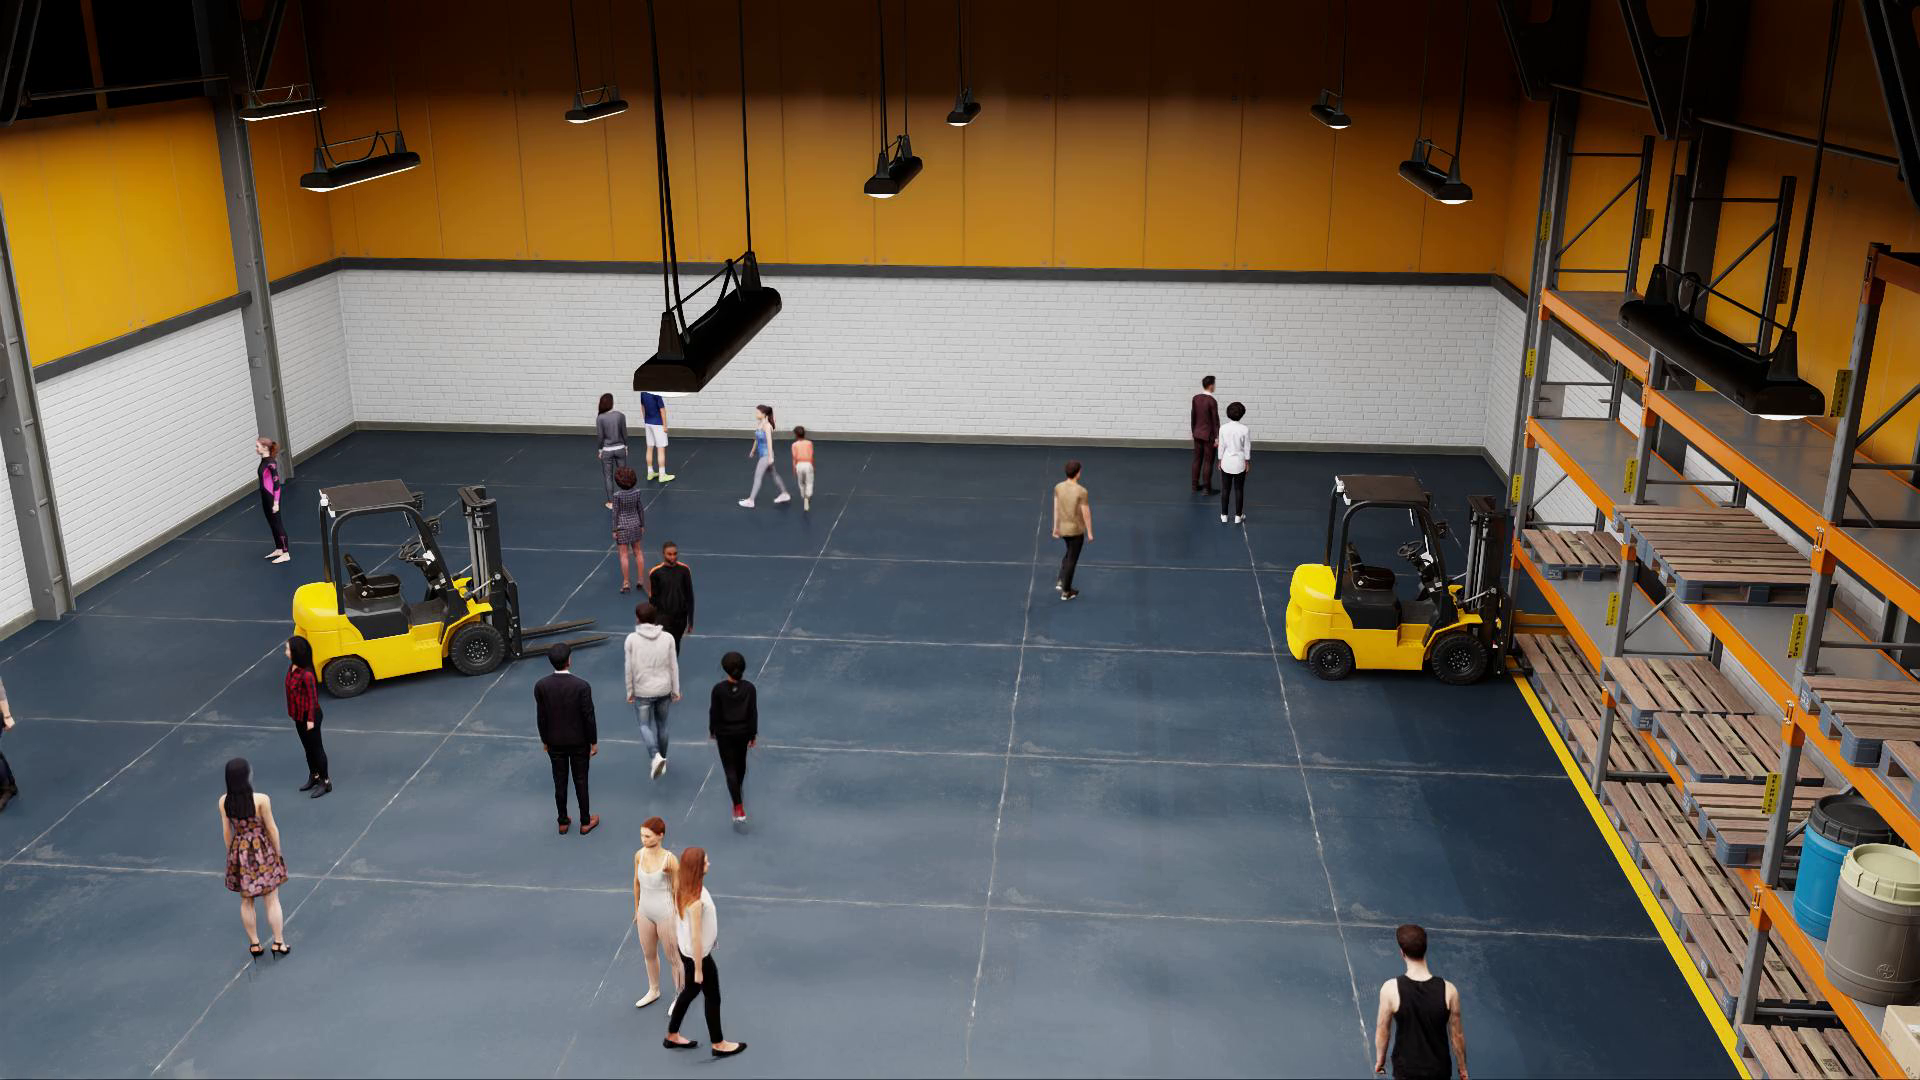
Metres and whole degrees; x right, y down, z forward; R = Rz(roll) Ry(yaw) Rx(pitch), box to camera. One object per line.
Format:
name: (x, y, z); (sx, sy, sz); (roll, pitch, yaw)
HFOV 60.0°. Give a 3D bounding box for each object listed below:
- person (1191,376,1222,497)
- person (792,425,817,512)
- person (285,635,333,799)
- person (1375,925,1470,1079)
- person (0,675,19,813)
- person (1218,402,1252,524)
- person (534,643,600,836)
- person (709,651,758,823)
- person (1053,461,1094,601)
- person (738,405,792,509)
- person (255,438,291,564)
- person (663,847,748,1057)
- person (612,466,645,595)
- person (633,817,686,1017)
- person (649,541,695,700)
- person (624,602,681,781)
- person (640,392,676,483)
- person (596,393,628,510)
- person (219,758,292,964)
person: (3.805, -1.630, 25.783); (0.822, 1.863, 0.764); (-15, 24, -38)
person: (-2.334, -1.069, 25.011); (0.584, 1.292, 0.811); (-1, 19, -4)
person: (-6.355, 1.699, 16.218); (0.703, 1.658, 0.659); (-17, 25, -42)
person: (2.971, 3.439, 10.739); (0.782, 1.858, 0.725); (5, 19, 14)
person: (-9.295, 1.655, 15.995); (0.795, 1.885, 0.783); (5, 19, 16)
person: (4.024, -1.147, 24.434); (0.677, 1.809, 0.640); (6, 19, 17)
person: (-3.647, 1.842, 15.440); (0.703, 1.884, 0.556); (0, 19, 1)
person: (-2.129, 1.876, 15.713); (0.888, 1.646, 1.155); (-6, 20, -18)
person: (1.368, -0.103, 21.286); (0.843, 1.839, 0.789); (-17, 25, -41)
person: (-2.869, -1.266, 25.159); (0.915, 1.571, 1.074); (-6, 20, -17)
person: (-9.439, -0.563, 22.791); (0.726, 1.751, 0.666); (-15, 24, -38)
person: (-1.987, 3.025, 12.202); (0.839, 1.709, 0.863); (-6, 20, -17)
person: (-4.299, -0.132, 21.589); (0.695, 1.701, 0.756); (-15, 24, -38)
person: (-2.307, 2.869, 12.769); (0.608, 1.643, 0.569); (8, 20, 22)
person: (-3.255, 0.829, 18.623); (0.975, 1.772, 1.188); (-8, 20, -22)
person: (-3.038, 1.533, 16.443); (0.937, 1.830, 1.110); (-6, 20, -18)
person: (-4.854, -1.846, 26.462); (0.723, 1.839, 0.729); (13, 22, 33)
person: (-5.232, -1.355, 25.112); (0.685, 1.771, 0.674); (-7, 20, -20)
person: (-5.699, 2.577, 13.431); (0.695, 1.773, 0.703); (-1, 19, -3)
